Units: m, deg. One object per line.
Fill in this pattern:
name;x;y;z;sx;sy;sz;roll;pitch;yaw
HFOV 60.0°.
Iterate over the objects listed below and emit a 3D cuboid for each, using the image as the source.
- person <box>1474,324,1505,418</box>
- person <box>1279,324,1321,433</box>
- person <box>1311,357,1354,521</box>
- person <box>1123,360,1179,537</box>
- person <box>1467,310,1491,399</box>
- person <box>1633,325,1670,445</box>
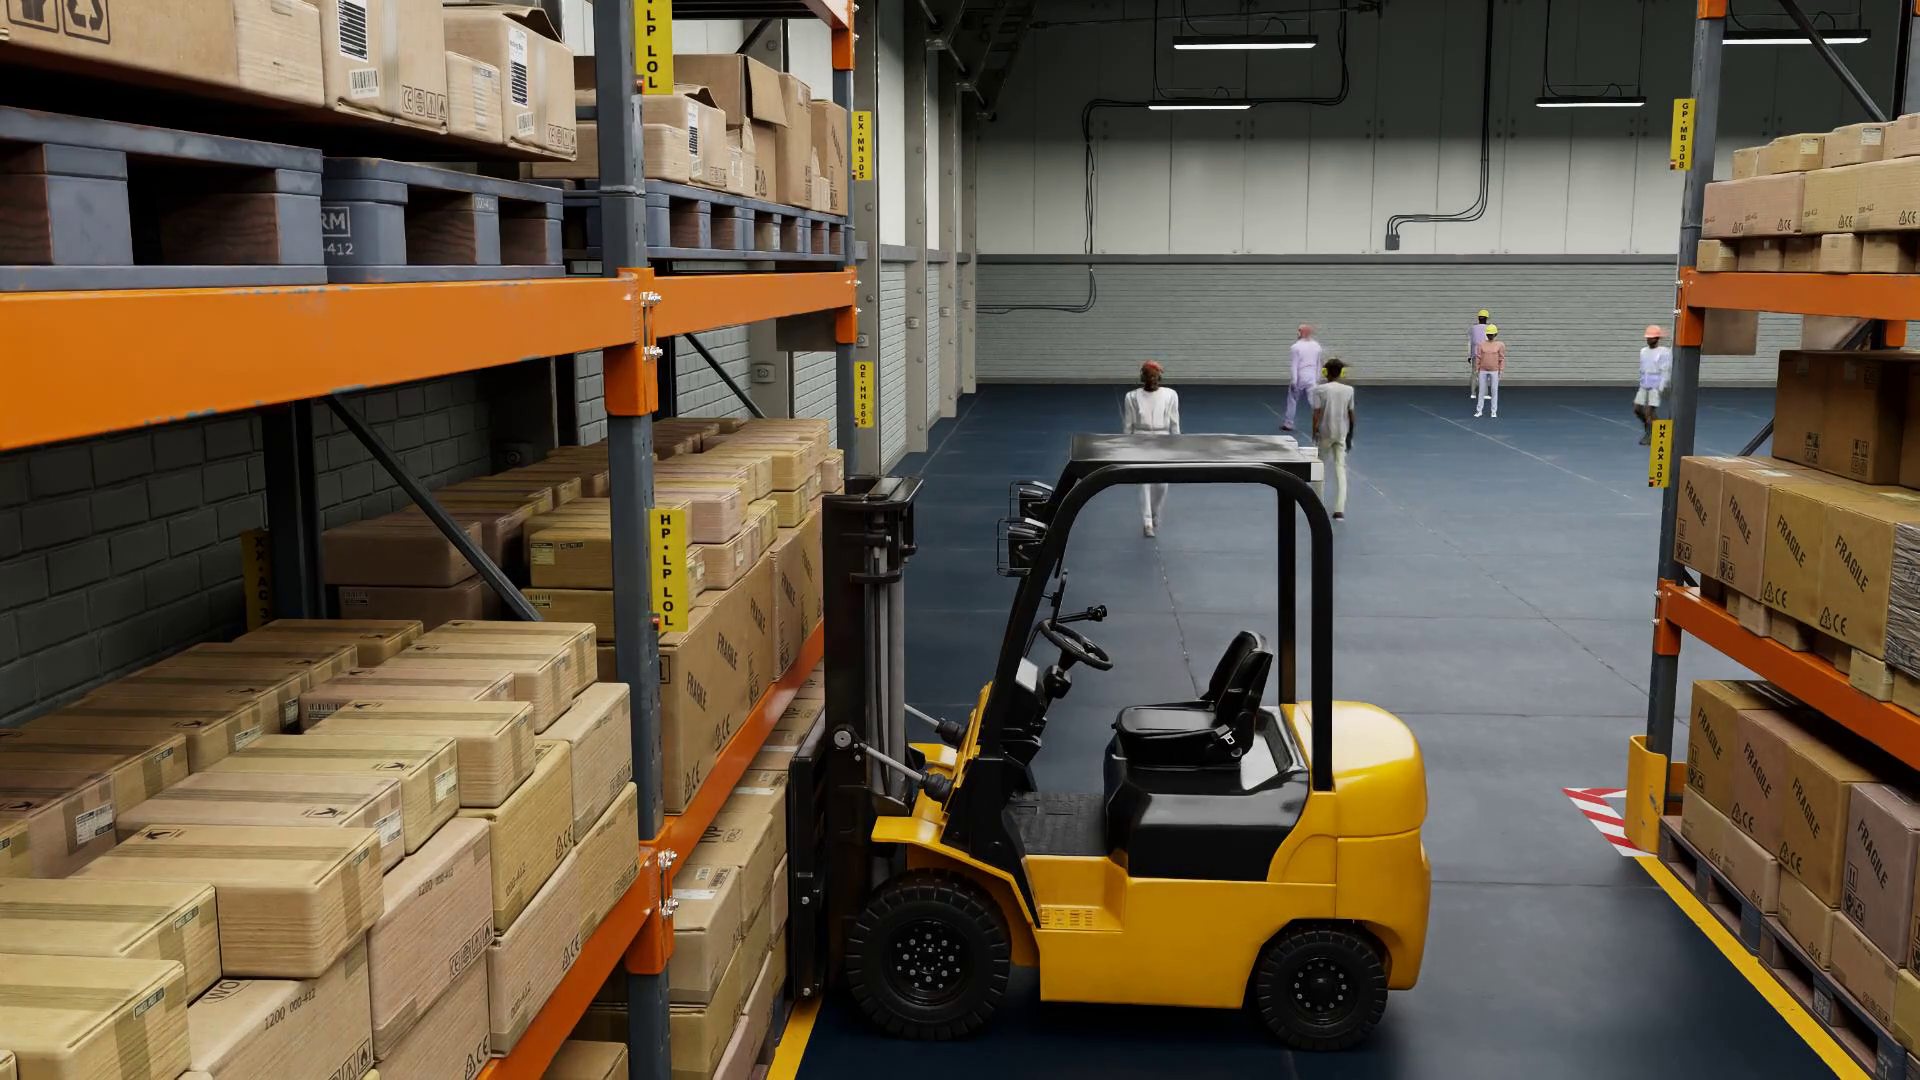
person;9.997;-3.186;31.409;0.524;1.760;0.326;5;11;27
person;5.943;-2.783;28.659;0.648;1.867;0.975;-4;10;-24
person;4.224;-1.163;18.951;0.558;1.818;0.956;-1;9;-4
person;2.024;-0.967;17.614;0.608;1.870;0.450;1;9;3
person;11.200;-3.982;35.742;0.585;1.919;0.374;7;12;35
person;10.988;-2.453;26.476;0.397;1.922;0.547;-6;11;-32
